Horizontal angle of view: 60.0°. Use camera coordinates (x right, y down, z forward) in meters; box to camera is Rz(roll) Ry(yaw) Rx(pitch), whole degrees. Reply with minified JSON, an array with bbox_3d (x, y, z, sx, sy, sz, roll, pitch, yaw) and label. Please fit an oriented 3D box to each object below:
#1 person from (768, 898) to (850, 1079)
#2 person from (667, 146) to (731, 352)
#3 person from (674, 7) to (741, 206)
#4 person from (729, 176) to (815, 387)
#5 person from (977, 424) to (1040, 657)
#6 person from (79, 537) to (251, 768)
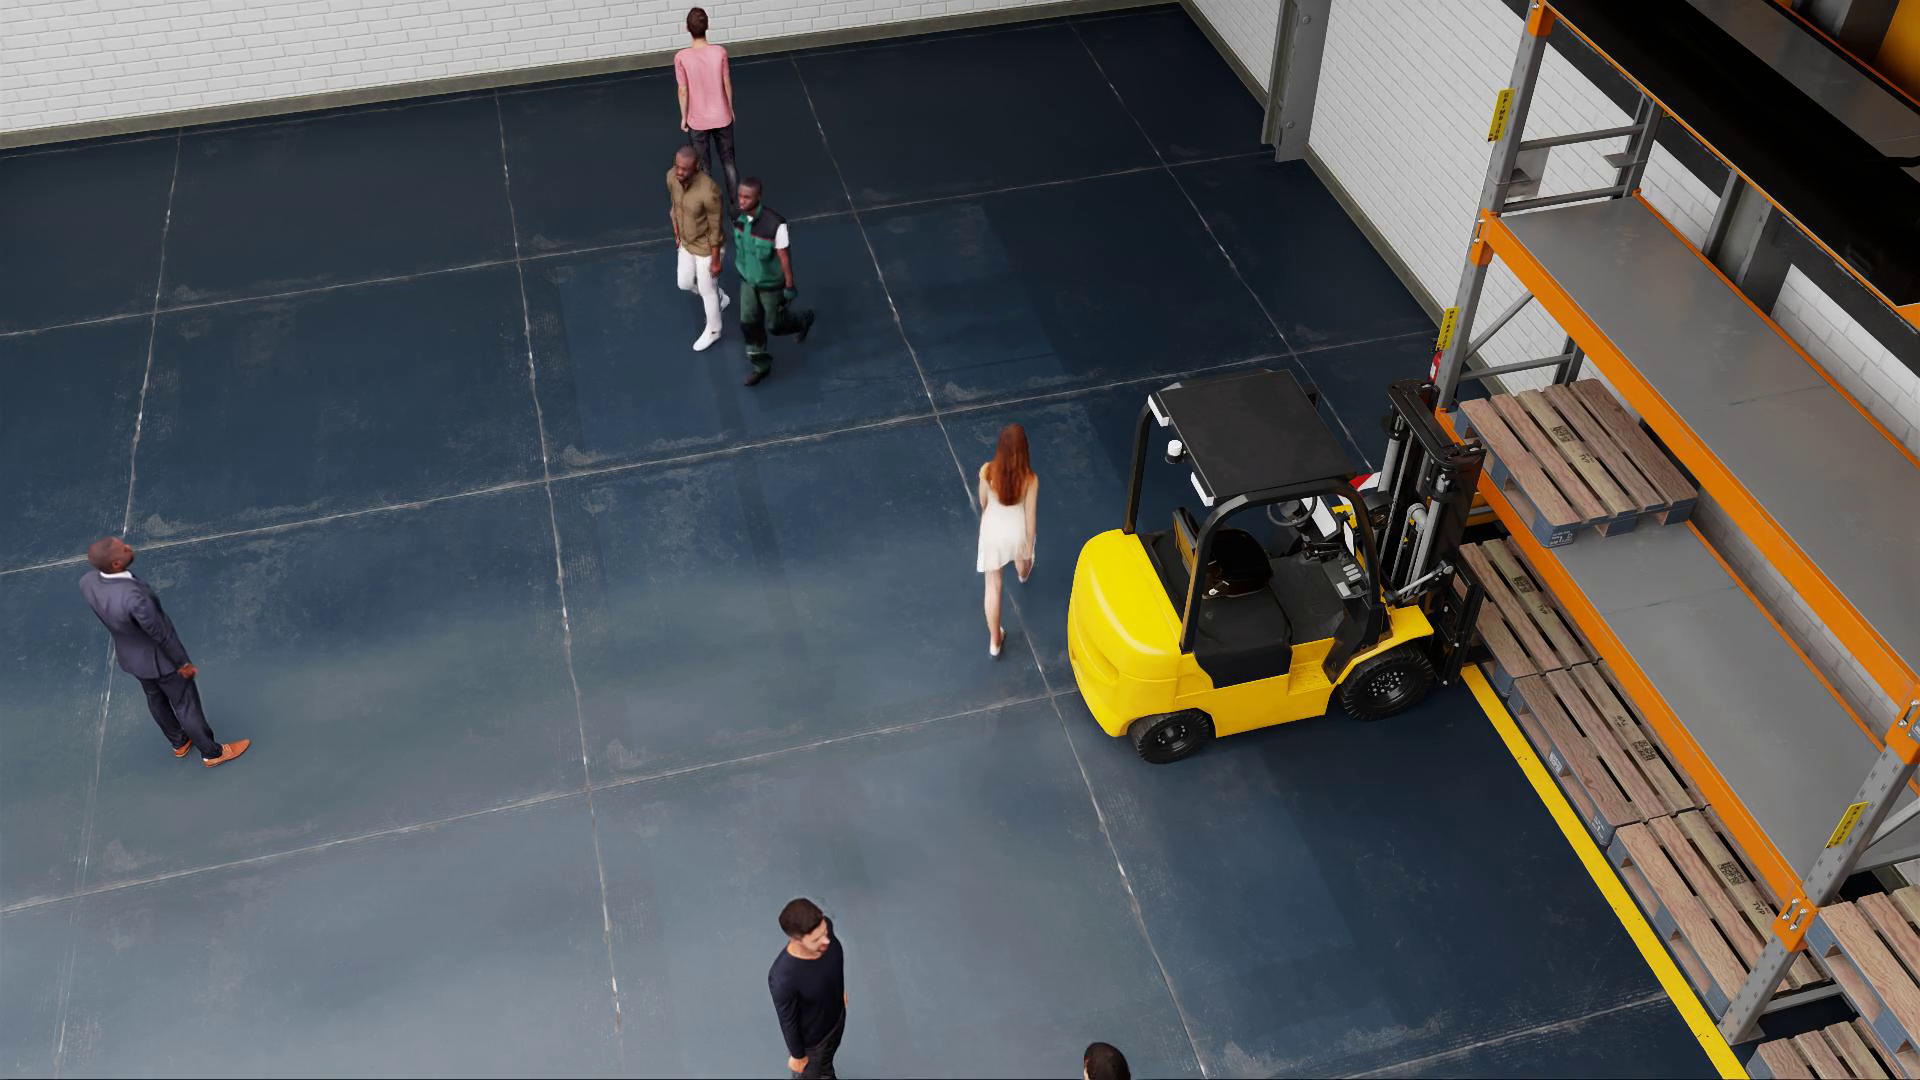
[{"bbox_3d":[-0.721,2.337,8.133,0.777,1.870,0.696,18,46,18],"label":"person"},{"bbox_3d":[-1.974,-2.348,13.096,0.878,1.808,0.960,29,51,27],"label":"person"},{"bbox_3d":[-2.169,-3.636,14.340,0.641,1.957,0.554,-14,45,-14],"label":"person"},{"bbox_3d":[-1.448,-2.047,12.777,1.096,1.811,1.128,26,49,24],"label":"person"},{"bbox_3d":[0.277,0.037,10.703,0.907,1.654,1.216,7,44,8],"label":"person"},{"bbox_3d":[-4.806,0.680,9.905,0.786,1.824,0.846,22,48,21],"label":"person"}]
